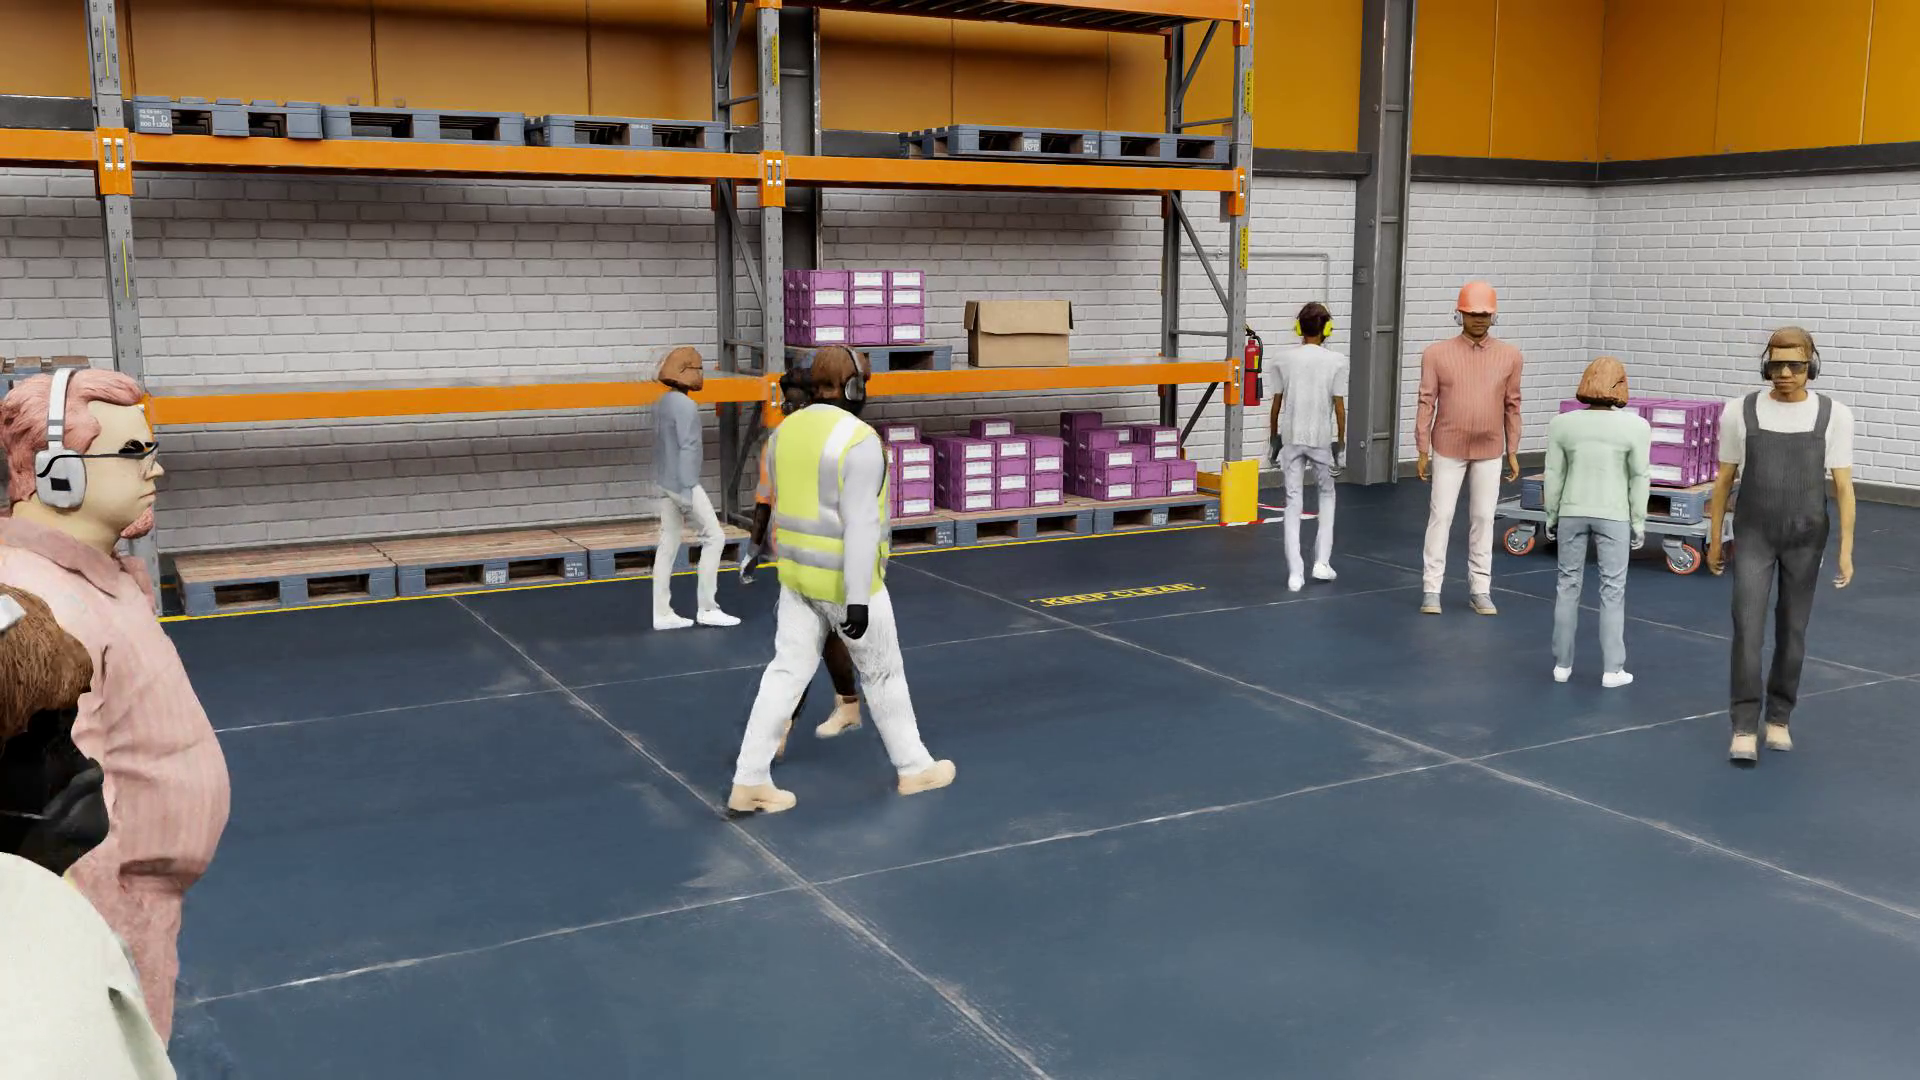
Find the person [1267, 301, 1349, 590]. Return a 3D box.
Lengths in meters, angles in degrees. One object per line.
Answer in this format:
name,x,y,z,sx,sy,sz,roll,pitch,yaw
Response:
person,2.253,-0.616,10.814,0.533,1.846,0.659,3,10,20

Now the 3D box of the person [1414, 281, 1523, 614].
person,3.028,-0.523,9.909,0.622,1.958,0.402,1,9,5

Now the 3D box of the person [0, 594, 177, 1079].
person,-0.643,0.889,1.340,0.838,1.959,0.646,-4,10,-24

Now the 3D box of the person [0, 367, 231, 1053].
person,-1.469,0.657,2.883,0.403,1.906,0.652,-5,10,-27

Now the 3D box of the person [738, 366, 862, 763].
person,-0.681,0.093,7.063,0.536,1.655,0.831,9,13,43

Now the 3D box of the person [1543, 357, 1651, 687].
person,3.147,-0.089,8.255,0.501,1.633,0.282,6,11,33

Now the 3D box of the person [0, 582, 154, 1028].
person,-0.904,0.926,1.477,0.542,1.825,0.633,-1,9,-8

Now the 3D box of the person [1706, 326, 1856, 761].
person,3.424,0.033,6.942,0.548,1.816,0.751,4,10,22

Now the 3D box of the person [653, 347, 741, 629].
person,-1.514,-0.293,9.517,0.610,1.611,0.513,-5,11,-27

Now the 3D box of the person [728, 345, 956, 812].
person,-0.495,0.152,6.365,0.968,1.785,0.645,-8,12,-41
